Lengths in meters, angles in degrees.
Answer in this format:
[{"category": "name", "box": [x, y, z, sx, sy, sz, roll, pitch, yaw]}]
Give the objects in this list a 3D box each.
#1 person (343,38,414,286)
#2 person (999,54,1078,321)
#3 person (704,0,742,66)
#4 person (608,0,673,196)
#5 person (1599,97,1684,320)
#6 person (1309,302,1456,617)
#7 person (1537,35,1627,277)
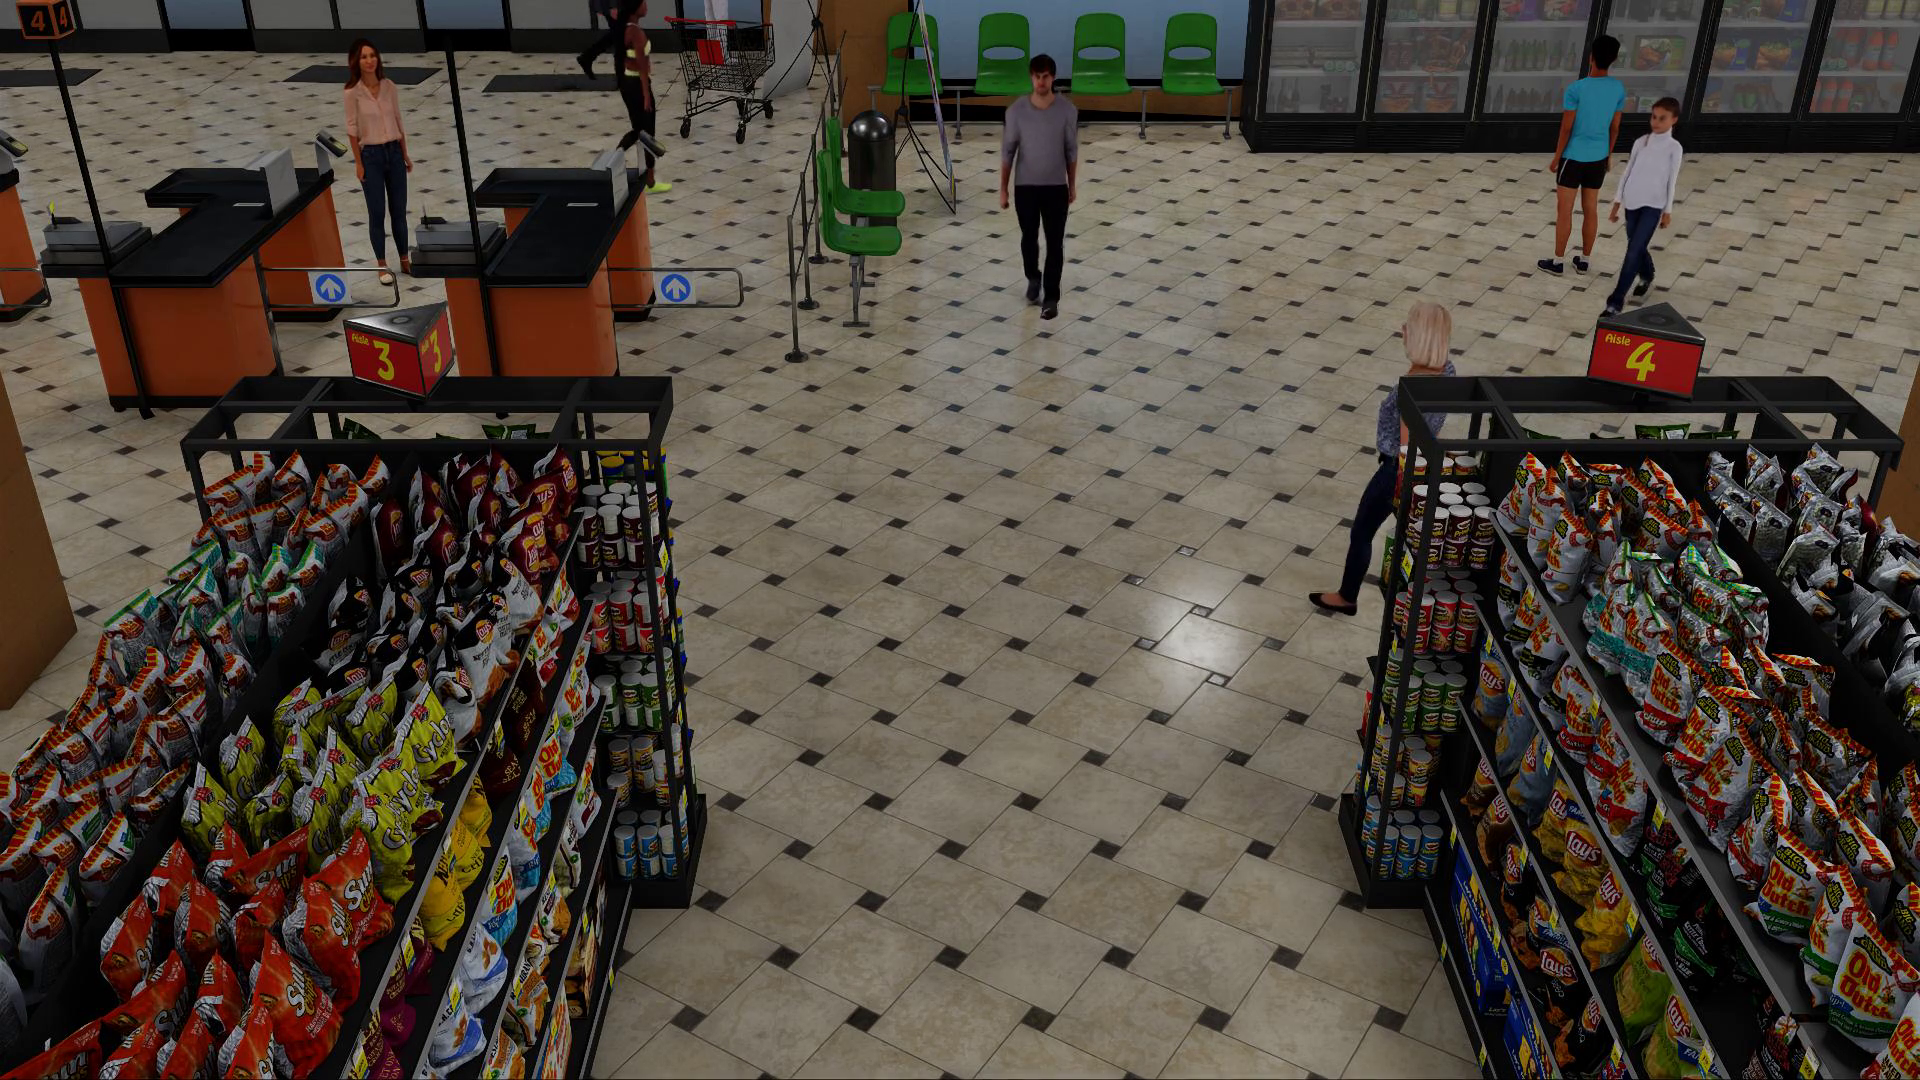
[{"category": "person", "box": [-4.298, -2.811, 12.327, 0.665, 1.792, 0.719, -24, 37, -37]}, {"category": "person", "box": [0.570, -2.510, 11.765, 0.736, 1.801, 1.135, 2, 29, 3]}, {"category": "person", "box": [-2.759, -6.293, 18.603, 0.802, 1.888, 0.705, -18, 34, -30]}, {"category": "person", "box": [-2.827, -3.784, 14.159, 0.901, 1.744, 0.896, -18, 33, -30]}, {"category": "person", "box": [4.887, -2.360, 11.785, 1.069, 1.520, 1.039, -24, 37, -37]}, {"category": "person", "box": [2.193, -0.282, 7.802, 1.108, 1.689, 1.075, 24, 37, 37]}, {"category": "person", "box": [4.670, -2.855, 12.426, 0.643, 1.775, 0.541, -3, 29, -6]}]
